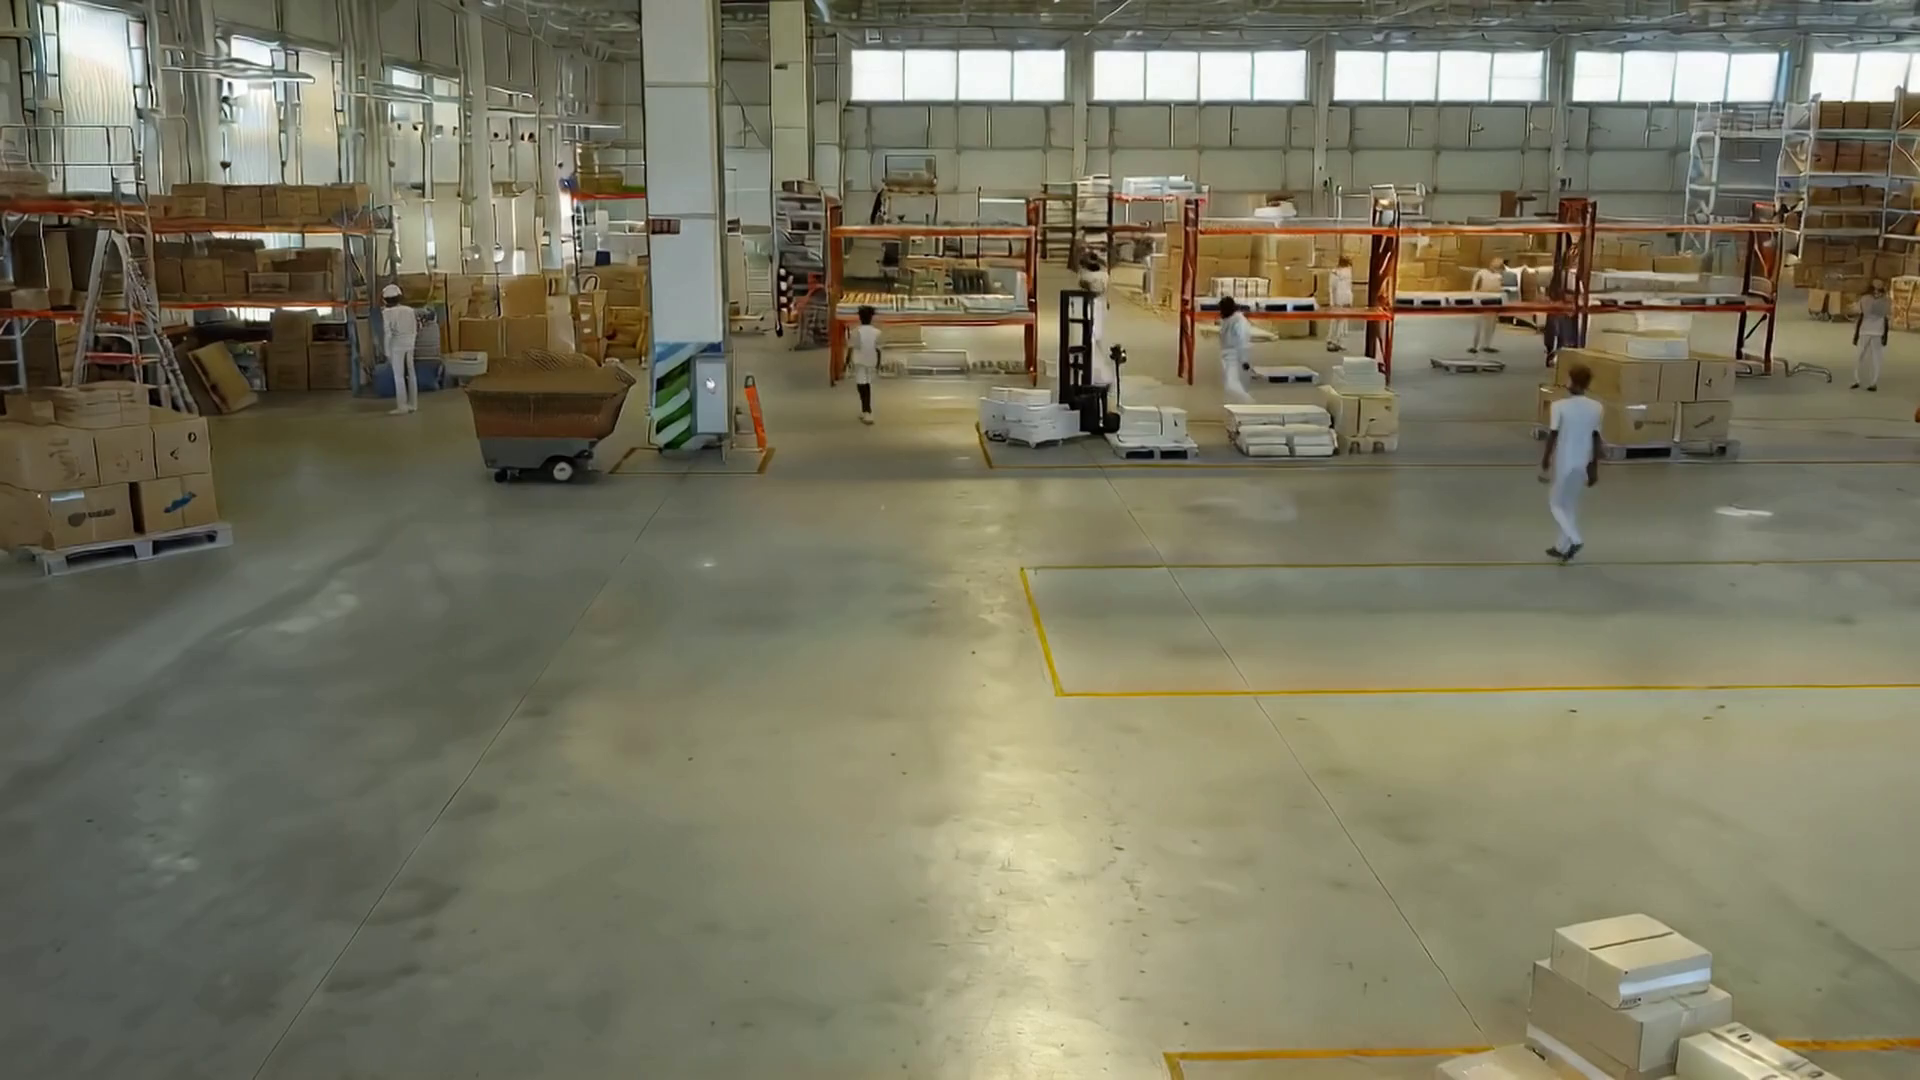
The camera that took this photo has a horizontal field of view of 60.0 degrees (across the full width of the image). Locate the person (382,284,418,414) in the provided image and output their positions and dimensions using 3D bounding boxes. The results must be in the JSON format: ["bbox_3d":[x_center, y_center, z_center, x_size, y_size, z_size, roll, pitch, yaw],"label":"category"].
[{"bbox_3d":[-8.317,-2.824,24.657,0.383,1.921,0.585,7,14,28],"label":"person"}]

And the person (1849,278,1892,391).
[{"bbox_3d":[14.931,-3.366,27.259,0.323,1.855,0.530,-11,17,-41],"label":"person"}]

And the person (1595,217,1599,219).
[{"bbox_3d":[23.192,-10.787,60.638,0.546,1.919,0.432,7,14,29],"label":"person"}]

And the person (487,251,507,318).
[{"bbox_3d":[-11.419,-6.266,40.860,0.525,1.630,0.324,12,17,43],"label":"person"}]

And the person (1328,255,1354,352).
[{"bbox_3d":[7.605,-4.713,33.161,0.627,1.934,0.372,-7,14,-29],"label":"person"}]

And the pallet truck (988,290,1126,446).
[{"bbox_3d":[1.257,-2.299,22.111,1.885,1.965,0.823,-9,15,-35],"label":"pallet truck"}]

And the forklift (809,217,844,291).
[{"bbox_3d":[-4.375,-8.619,48.637,1.873,2.768,1.129,0,12,-2],"label":"forklift"}]

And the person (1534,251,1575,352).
[{"bbox_3d":[11.838,-4.716,32.926,0.682,2.000,0.704,0,12,-1],"label":"person"}]

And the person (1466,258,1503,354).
[{"bbox_3d":[10.305,-4.585,32.697,0.741,1.896,0.369,-3,13,-13],"label":"person"}]

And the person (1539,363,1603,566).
[{"bbox_3d":[5.559,-0.673,15.099,0.523,1.856,0.702,-2,13,-10],"label":"person"}]

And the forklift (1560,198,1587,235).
[{"bbox_3d":[17.199,-8.212,46.797,1.873,2.768,1.129,0,12,-2],"label":"forklift"}]

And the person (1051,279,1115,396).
[{"bbox_3d":[2.030,-3.219,26.545,1.038,1.890,0.649,1,13,5],"label":"person"}]

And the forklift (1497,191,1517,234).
[{"bbox_3d":[20.644,-11.779,62.901,1.873,2.768,1.129,0,12,-2],"label":"forklift"}]

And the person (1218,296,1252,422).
[{"bbox_3d":[3.914,-2.560,23.712,0.491,1.814,0.653,-4,13,-16],"label":"person"}]

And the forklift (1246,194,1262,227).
[{"bbox_3d":[9.679,-9.988,54.817,1.873,2.768,1.129,4,13,18],"label":"forklift"}]

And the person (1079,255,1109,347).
[{"bbox_3d":[2.769,-4.945,34.349,0.610,1.871,1.012,1,13,4],"label":"person"}]

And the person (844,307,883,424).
[{"bbox_3d":[-1.354,-2.501,23.791,0.527,1.659,0.856,-7,14,-29],"label":"person"}]
